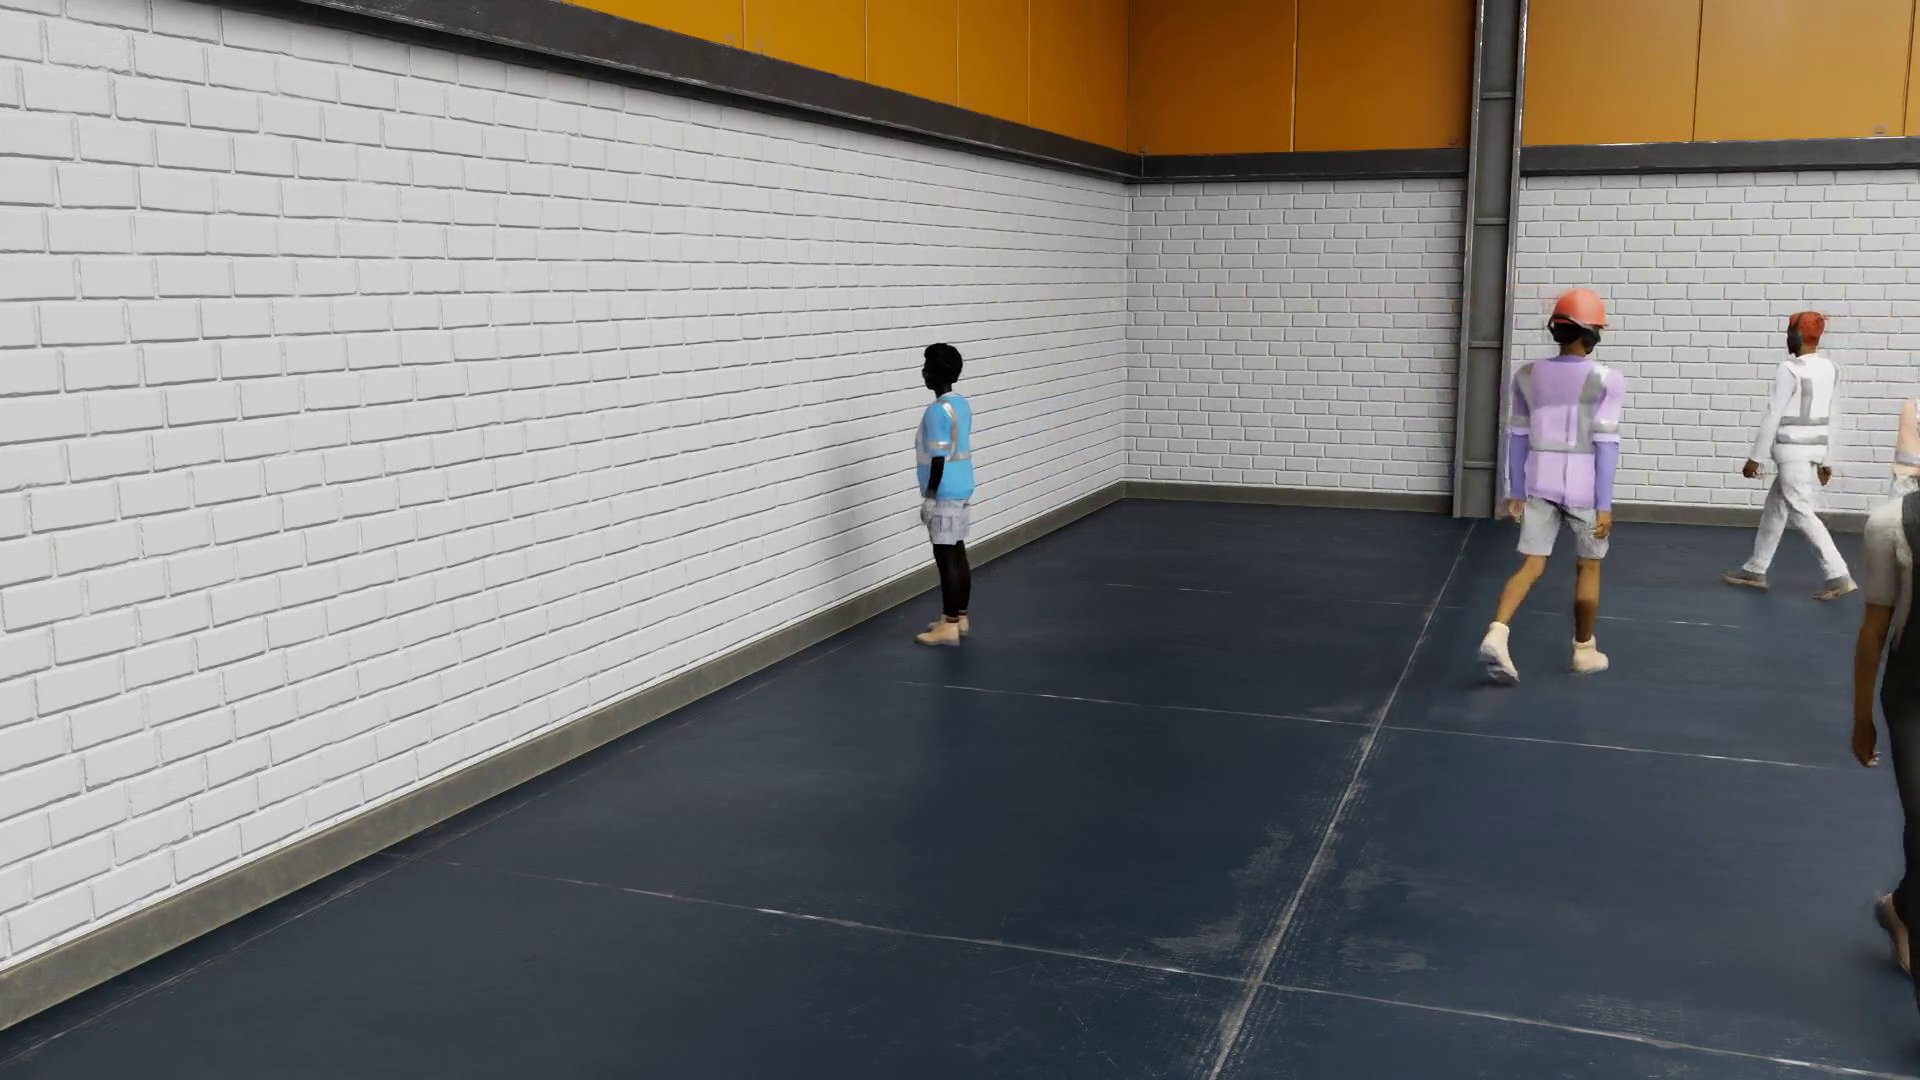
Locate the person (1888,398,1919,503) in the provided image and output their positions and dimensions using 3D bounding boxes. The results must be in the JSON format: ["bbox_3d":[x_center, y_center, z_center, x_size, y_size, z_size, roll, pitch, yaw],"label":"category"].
[{"bbox_3d":[4.391,-0.018,7.288,0.599,1.869,0.976,7,11,36],"label":"person"}]

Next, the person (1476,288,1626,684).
[{"bbox_3d":[3.011,-0.261,8.411,0.950,2.015,0.616,-7,12,-39],"label":"person"}]

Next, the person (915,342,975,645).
[{"bbox_3d":[-0.088,-0.257,9.348,0.318,1.696,0.536,2,9,15],"label":"person"}]

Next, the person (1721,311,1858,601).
[{"bbox_3d":[5.431,-0.550,10.726,0.574,1.851,0.957,-6,11,-35],"label":"person"}]

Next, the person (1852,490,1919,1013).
[{"bbox_3d":[2.704,0.469,4.533,0.535,1.803,0.949,3,9,17],"label":"person"}]
